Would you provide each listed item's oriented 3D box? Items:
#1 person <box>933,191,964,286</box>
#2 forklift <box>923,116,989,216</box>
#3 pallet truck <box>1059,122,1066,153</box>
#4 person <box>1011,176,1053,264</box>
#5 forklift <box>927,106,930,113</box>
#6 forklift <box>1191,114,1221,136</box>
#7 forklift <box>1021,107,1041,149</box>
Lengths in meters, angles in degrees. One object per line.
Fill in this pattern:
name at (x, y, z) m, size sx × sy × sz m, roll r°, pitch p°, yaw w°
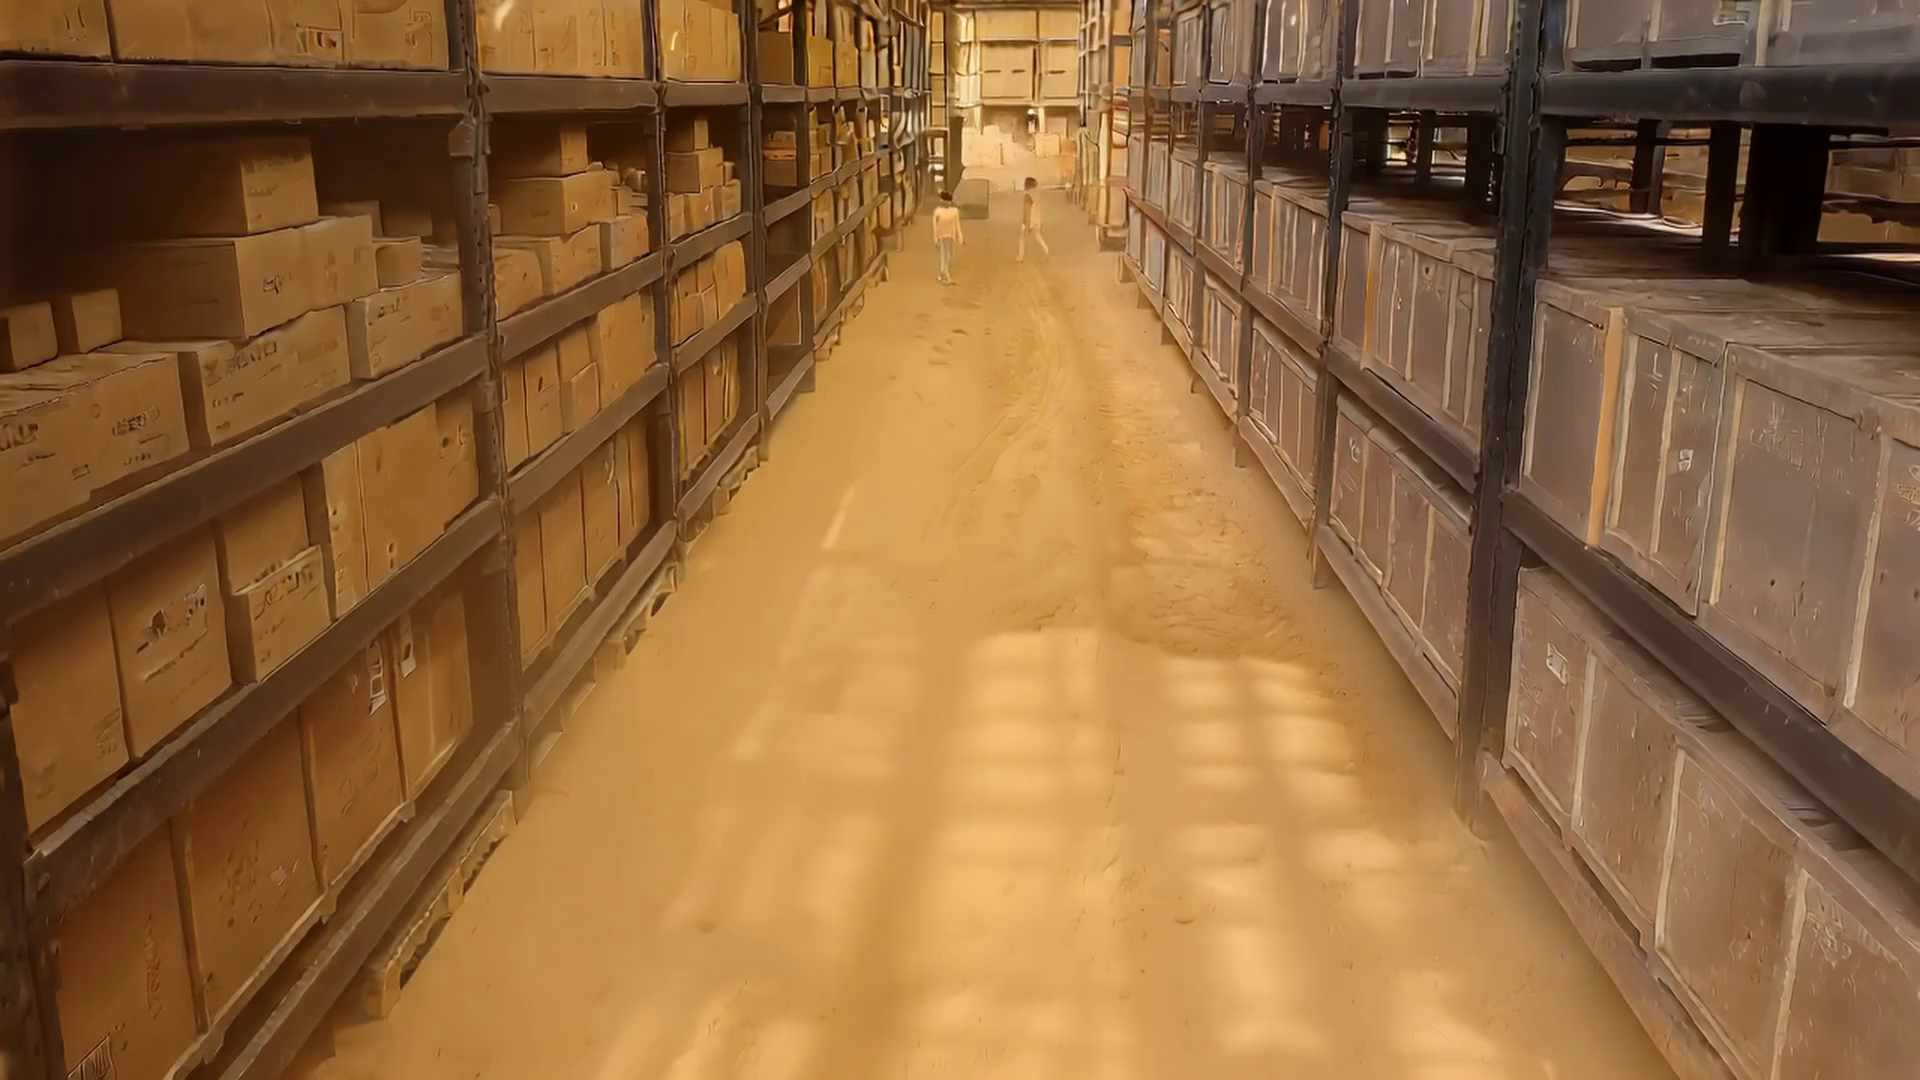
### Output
person at (-0.250, -5.593, 30.806) m, size 0.537 × 1.722 × 0.906 m, roll -8°, pitch 17°, yaw -27°
forklift at (-0.099, -10.752, 47.794) m, size 1.873 × 2.768 × 1.129 m, roll 0°, pitch 15°, yaw 2°
pallet truck at (5.788, -21.111, 88.014) m, size 1.885 × 1.965 × 0.823 m, roll 5°, pitch 16°, yaw 18°
person at (1.514, -6.629, 34.499) m, size 0.866 × 1.813 × 0.628 m, roll 9°, pitch 18°, yaw 31°
forklift at (-2.001, -20.667, 84.687) m, size 1.129 × 2.768 × 1.873 m, roll 0°, pitch 15°, yaw 2°
forklift at (7.952, -12.461, 54.154) m, size 1.129 × 2.768 × 1.873 m, roll 0°, pitch 15°, yaw 1°
forklift at (3.447, -19.670, 80.976) m, size 1.129 × 2.768 × 1.873 m, roll -10°, pitch 18°, yaw -32°
